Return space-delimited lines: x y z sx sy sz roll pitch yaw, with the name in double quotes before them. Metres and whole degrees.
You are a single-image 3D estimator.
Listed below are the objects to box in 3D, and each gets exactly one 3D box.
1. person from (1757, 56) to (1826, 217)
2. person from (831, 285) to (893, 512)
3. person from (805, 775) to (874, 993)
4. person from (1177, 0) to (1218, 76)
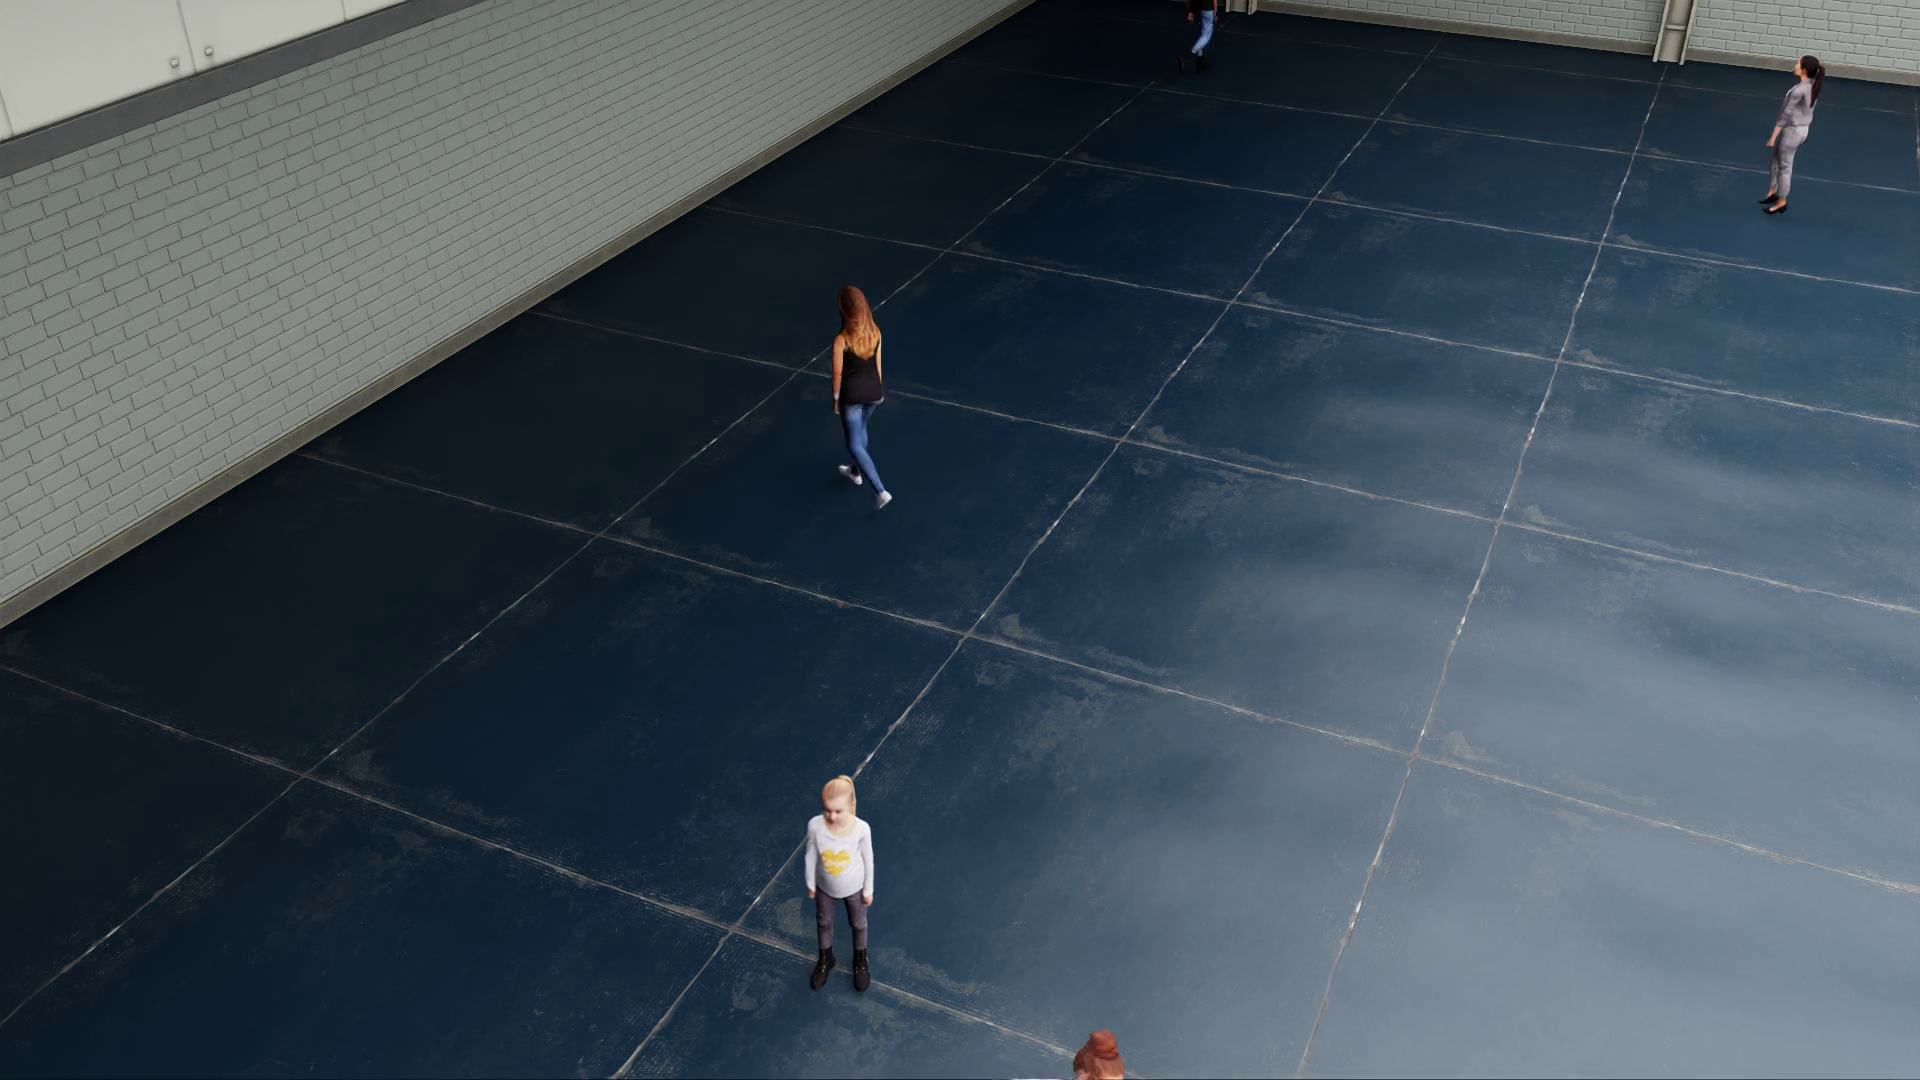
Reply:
"person" 8.696 -4.157 17.243 0.736 1.665 0.743 -25 40 -33
"person" -0.701 -1.014 12.238 0.877 1.692 1.131 -24 40 -33
"person" -0.597 1.705 8.314 0.519 1.279 0.615 3 32 5
"person" 3.073 -6.777 21.389 0.855 1.673 0.988 -28 42 -37
